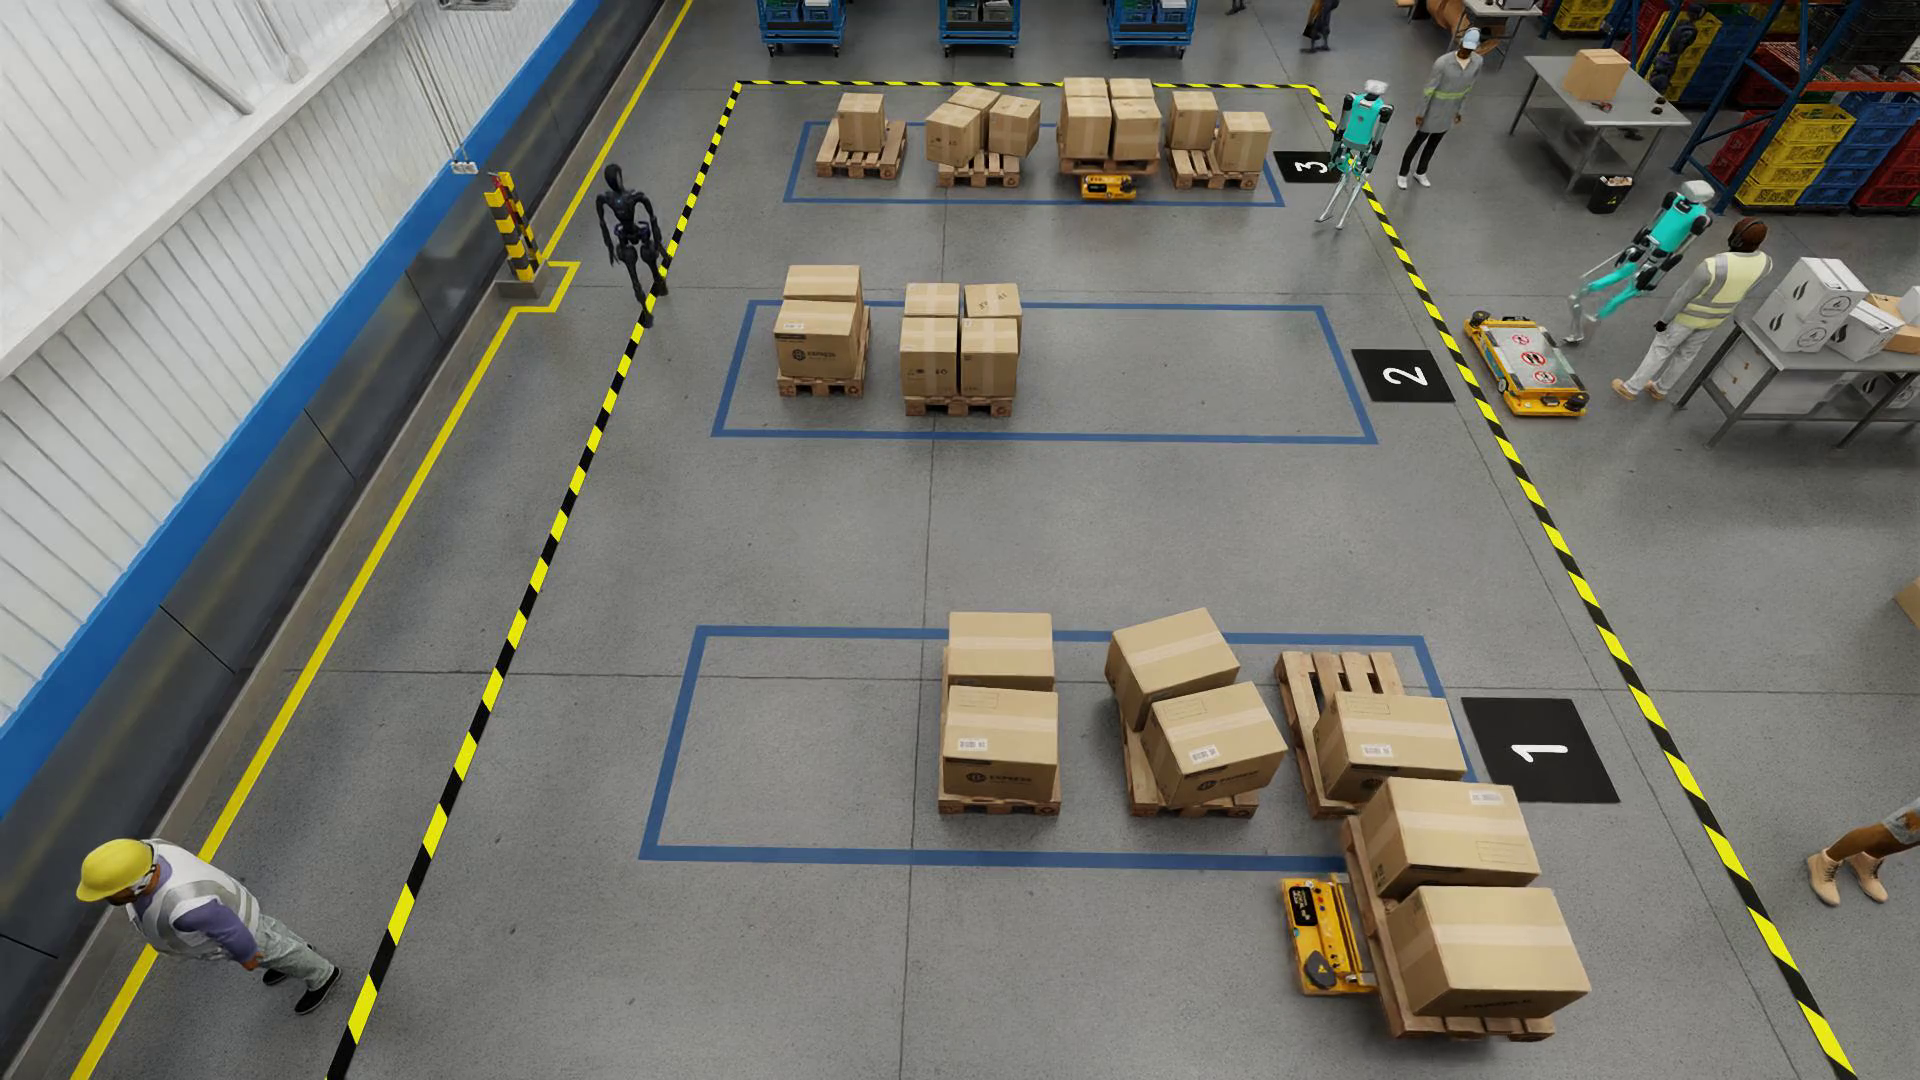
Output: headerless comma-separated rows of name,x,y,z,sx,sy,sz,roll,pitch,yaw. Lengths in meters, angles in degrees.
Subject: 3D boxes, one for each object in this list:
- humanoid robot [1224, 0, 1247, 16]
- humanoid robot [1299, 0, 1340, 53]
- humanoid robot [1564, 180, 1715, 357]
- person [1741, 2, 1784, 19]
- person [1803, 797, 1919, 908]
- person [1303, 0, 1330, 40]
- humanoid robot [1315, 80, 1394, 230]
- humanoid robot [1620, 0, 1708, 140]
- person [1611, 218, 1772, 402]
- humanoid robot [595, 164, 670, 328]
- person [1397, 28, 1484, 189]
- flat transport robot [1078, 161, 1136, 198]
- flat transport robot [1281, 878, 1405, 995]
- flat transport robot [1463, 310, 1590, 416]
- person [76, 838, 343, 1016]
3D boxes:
humanoid robot,4.582,-9.389,14.727,0.506,1.643,0.595,-12,50,-11
humanoid robot,5.534,-8.156,13.665,0.488,1.634,0.610,9,50,7
humanoid robot,6.337,-2.513,8.824,0.790,1.897,0.531,-5,49,-5
person,13.254,-9.362,14.678,0.599,1.713,0.840,-23,53,-19
person,5.617,1.513,5.059,0.606,2.033,0.400,0,49,0
person,5.730,-8.751,14.009,0.377,1.933,0.543,32,56,25
humanoid robot,4.465,-4.337,10.225,0.533,1.681,0.735,34,57,26
humanoid robot,9.114,-6.063,11.846,0.339,1.655,0.601,19,52,16
person,6.600,-2.019,8.248,0.622,1.837,0.429,-3,49,-3
humanoid robot,-3.266,-3.011,9.240,0.607,1.654,0.733,-6,49,-5
person,5.737,-5.102,10.904,0.591,1.849,0.397,-6,49,-5
flat transport robot,1.841,-4.799,11.668,0.652,0.197,1.431,1,49,1
flat transport robot,2.725,2.351,5.480,1.431,0.197,0.652,1,49,1
flat transport robot,5.573,-1.757,9.054,0.659,0.231,1.431,1,49,1
person,-3.862,2.003,4.762,0.589,1.837,0.404,26,54,21
